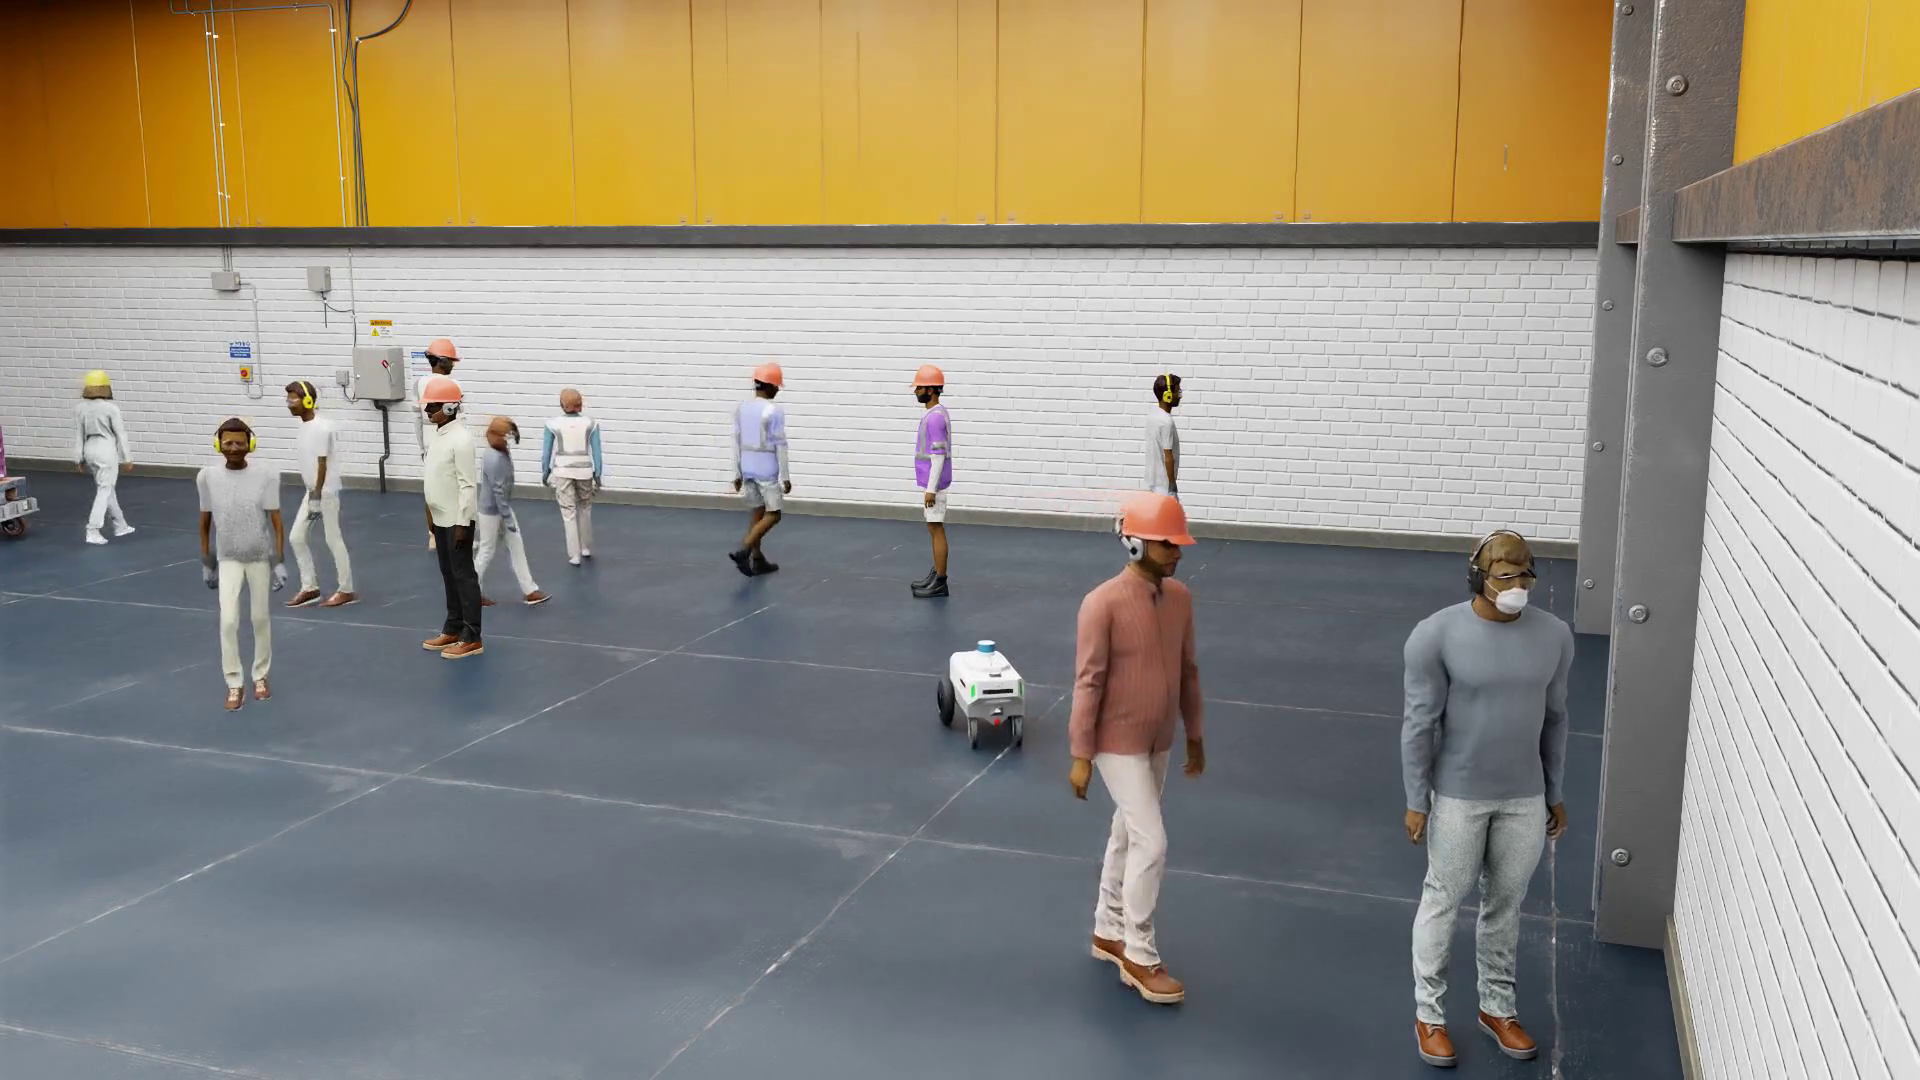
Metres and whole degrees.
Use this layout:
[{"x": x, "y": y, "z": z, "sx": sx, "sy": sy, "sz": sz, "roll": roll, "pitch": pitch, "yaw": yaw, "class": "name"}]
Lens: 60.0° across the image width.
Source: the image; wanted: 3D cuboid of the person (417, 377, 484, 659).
[{"x": -3.632, "y": -0.162, "z": 11.859, "sx": 0.375, "sy": 1.995, "sz": 0.609, "roll": -8, "pitch": 13, "yaw": -37, "class": "person"}]

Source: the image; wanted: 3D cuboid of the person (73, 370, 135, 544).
[{"x": -8.477, "y": -0.829, "z": 16.456, "sx": 0.497, "sy": 1.697, "sz": 0.876, "roll": 2, "pitch": 10, "yaw": 12, "class": "person"}]

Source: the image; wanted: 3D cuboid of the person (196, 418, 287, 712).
[{"x": -4.531, "y": 0.151, "z": 10.524, "sx": 0.501, "sy": 1.850, "sz": 0.718, "roll": -4, "pitch": 11, "yaw": -21, "class": "person"}]

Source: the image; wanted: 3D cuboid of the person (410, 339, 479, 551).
[{"x": -4.915, "y": -0.893, "z": 15.872, "sx": 0.605, "sy": 2.034, "sz": 0.392, "roll": 5, "pitch": 11, "yaw": 26, "class": "person"}]

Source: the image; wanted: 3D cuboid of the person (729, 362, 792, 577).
[{"x": -1.790, "y": -0.593, "z": 14.529, "sx": 0.582, "sy": 1.910, "sz": 0.639, "roll": 8, "pitch": 13, "yaw": 38, "class": "person"}]

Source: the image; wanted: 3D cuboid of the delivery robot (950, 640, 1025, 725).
[{"x": 0.158, "y": 0.847, "z": 9.970, "sx": 0.477, "sy": 0.478, "sz": 0.707, "roll": -2, "pitch": 10, "yaw": -10, "class": "delivery robot"}]

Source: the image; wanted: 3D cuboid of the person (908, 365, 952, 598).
[{"x": -0.246, "y": -0.489, "z": 13.864, "sx": 0.361, "sy": 1.938, "sz": 0.546, "roll": -1, "pitch": 10, "yaw": -3, "class": "person"}]

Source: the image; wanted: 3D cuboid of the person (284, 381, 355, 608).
[{"x": -5.199, "y": -0.348, "z": 13.335, "sx": 0.531, "sy": 1.842, "sz": 0.660, "roll": 9, "pitch": 13, "yaw": 40, "class": "person"}]

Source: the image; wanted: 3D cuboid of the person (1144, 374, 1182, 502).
[{"x": 1.699, "y": -0.444, "z": 13.804, "sx": 0.328, "sy": 1.872, "sz": 0.515, "roll": -2, "pitch": 10, "yaw": -14, "class": "person"}]

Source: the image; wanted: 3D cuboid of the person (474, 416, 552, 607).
[{"x": -3.652, "y": -0.216, "z": 13.329, "sx": 0.733, "sy": 1.576, "sz": 0.549, "roll": 1, "pitch": 10, "yaw": 6, "class": "person"}]

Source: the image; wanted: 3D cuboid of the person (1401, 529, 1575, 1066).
[{"x": 1.882, "y": 0.917, "z": 5.956, "sx": 0.635, "sy": 1.933, "sz": 0.359, "roll": -2, "pitch": 10, "yaw": -10, "class": "person"}]

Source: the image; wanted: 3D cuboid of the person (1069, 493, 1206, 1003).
[{"x": 0.770, "y": 0.799, "z": 6.490, "sx": 0.715, "sy": 1.969, "sz": 0.647, "roll": 10, "pitch": 14, "yaw": 44, "class": "person"}]

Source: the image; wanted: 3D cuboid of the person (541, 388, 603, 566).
[{"x": -3.589, "y": -0.590, "z": 15.349, "sx": 0.534, "sy": 1.610, "sz": 0.743, "roll": -4, "pitch": 11, "yaw": -21, "class": "person"}]
